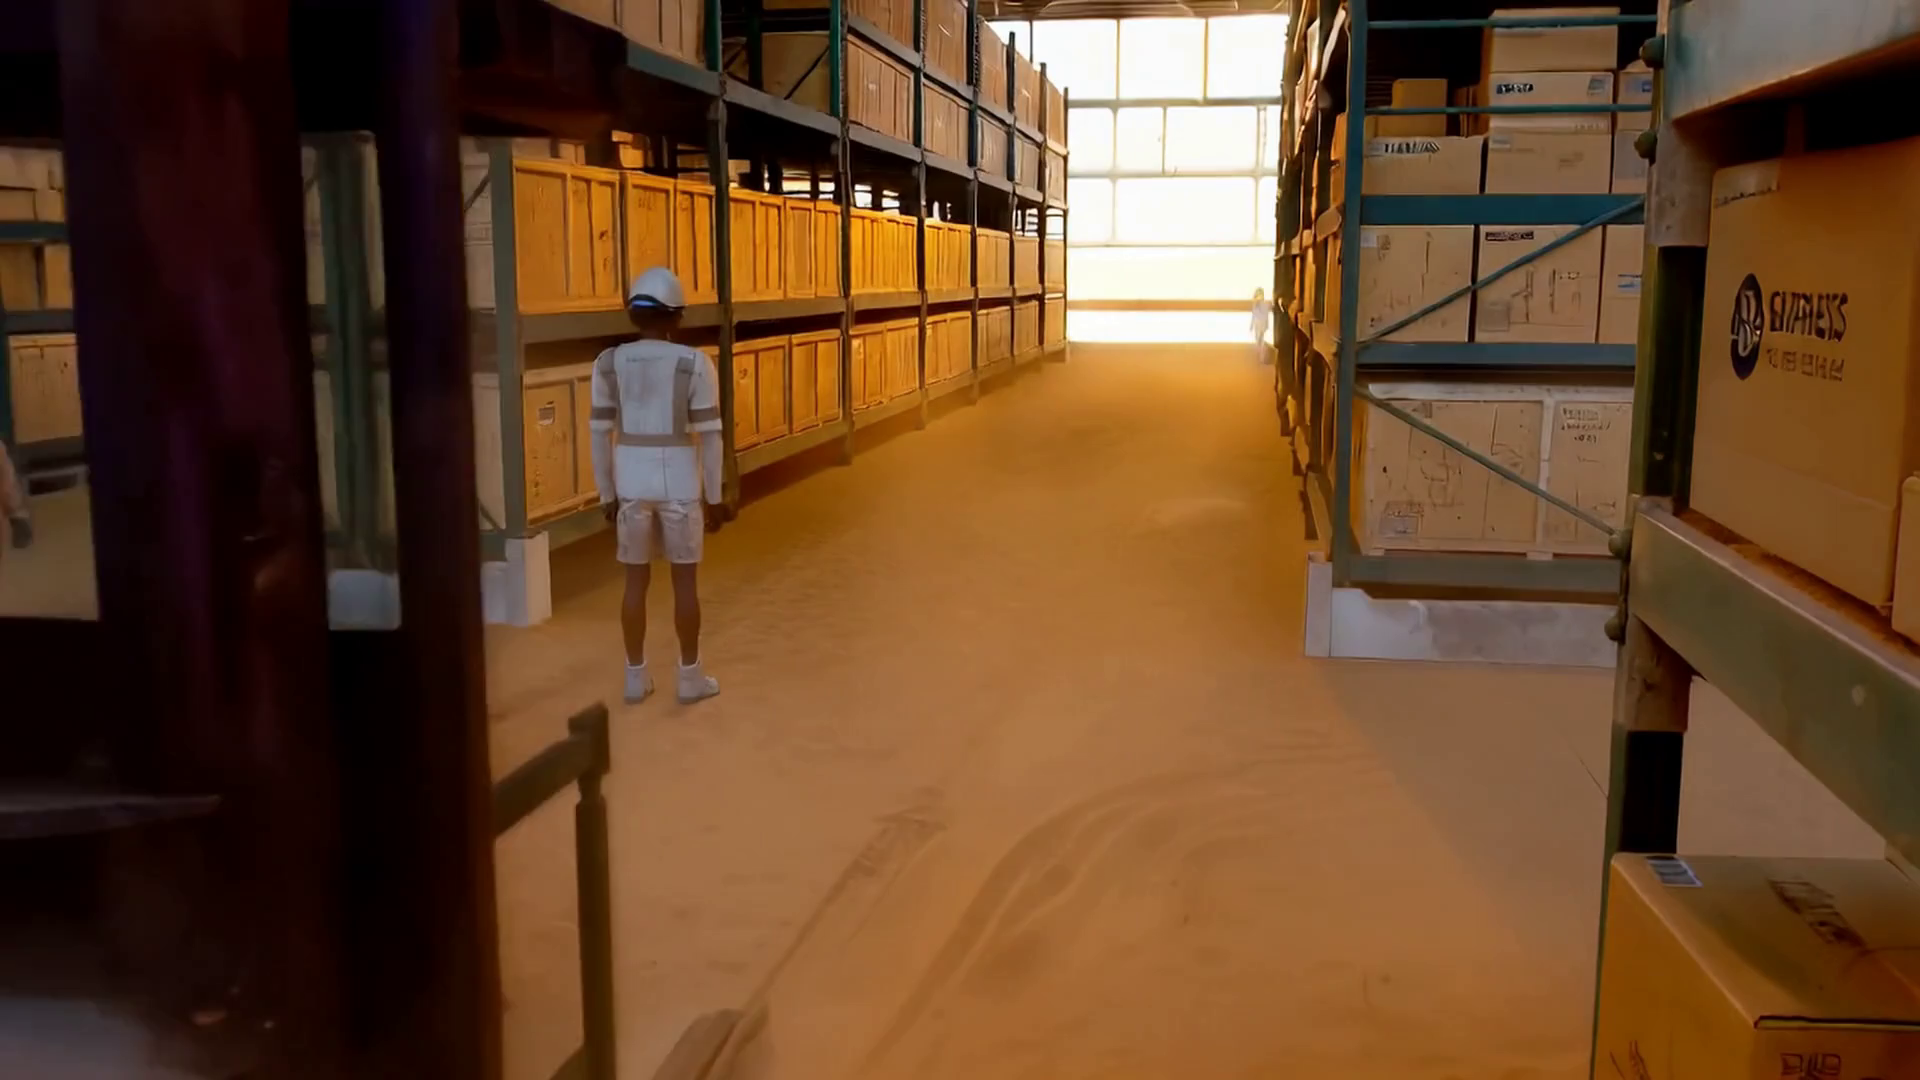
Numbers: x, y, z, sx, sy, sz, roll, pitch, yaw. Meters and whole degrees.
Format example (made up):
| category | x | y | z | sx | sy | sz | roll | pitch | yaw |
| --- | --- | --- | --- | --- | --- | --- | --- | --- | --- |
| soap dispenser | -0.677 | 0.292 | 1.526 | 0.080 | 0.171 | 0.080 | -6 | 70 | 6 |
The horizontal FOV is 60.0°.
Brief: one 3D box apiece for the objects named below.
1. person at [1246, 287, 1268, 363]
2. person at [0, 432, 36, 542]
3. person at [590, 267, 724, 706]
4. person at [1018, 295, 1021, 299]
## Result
| category | x | y | z | sx | sy | sz | roll | pitch | yaw |
| --- | --- | --- | --- | --- | --- | --- | --- | --- | --- |
| person | 6.613 | -4.781 | 37.025 | 0.727 | 1.691 | 0.470 | -3 | 10 | -19 |
| person | -4.500 | -0.103 | 7.430 | 0.871 | 1.871 | 0.663 | 4 | 10 | 21 |
| person | -1.398 | -0.243 | 7.783 | 0.616 | 2.041 | 0.380 | 1 | 9 | 8 |
| person | 1.189 | -5.040 | 38.033 | 0.481 | 1.886 | 0.675 | 1 | 9 | 6 |
